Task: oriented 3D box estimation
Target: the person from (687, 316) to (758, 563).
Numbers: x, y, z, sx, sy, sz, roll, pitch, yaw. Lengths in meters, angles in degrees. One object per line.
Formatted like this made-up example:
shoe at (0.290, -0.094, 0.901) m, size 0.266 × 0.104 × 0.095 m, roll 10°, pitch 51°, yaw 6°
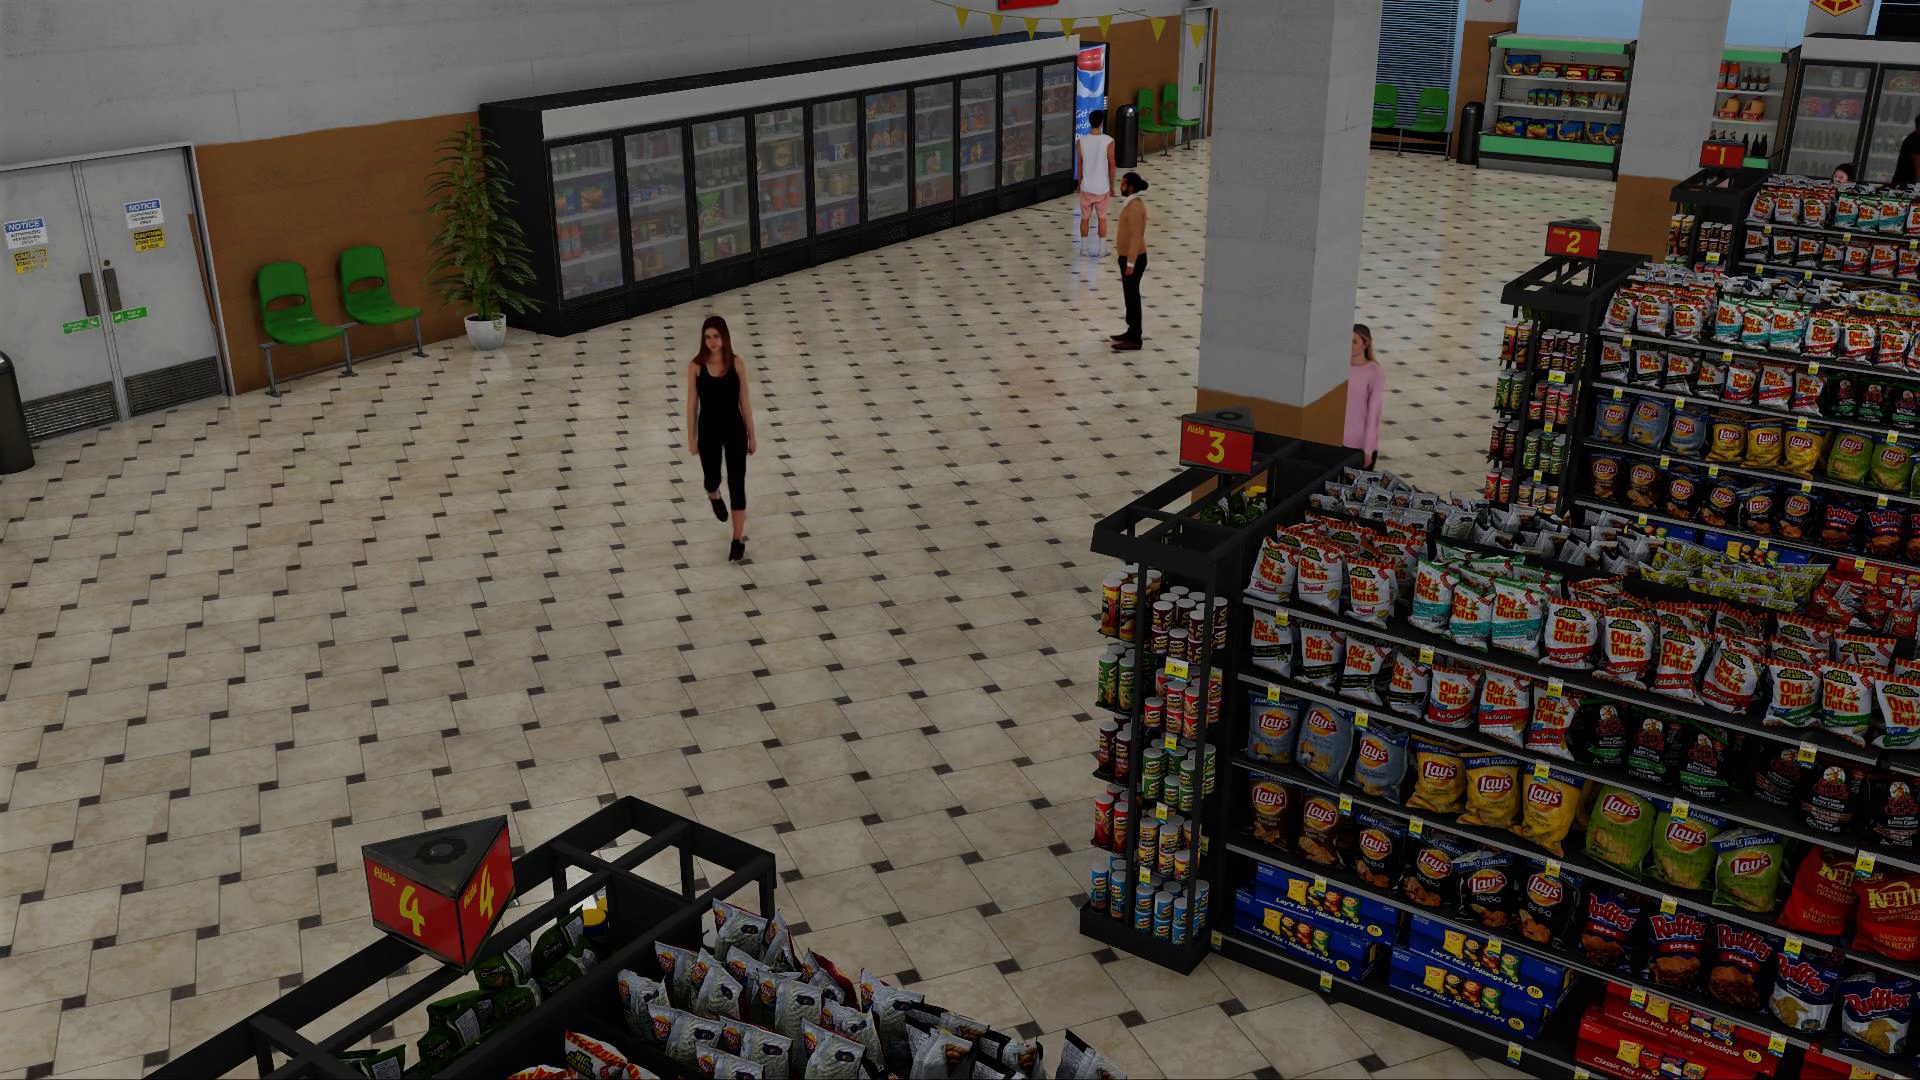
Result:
person at (-1.657, -0.747, 11.601) m, size 1.076 × 1.697 × 1.093 m, roll -3°, pitch 22°, yaw -7°

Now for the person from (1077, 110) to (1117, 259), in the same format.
person at (1.666, -4.403, 20.574) m, size 0.627 × 1.789 × 0.772 m, roll 6°, pitch 23°, yaw 14°

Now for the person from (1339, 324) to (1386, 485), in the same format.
person at (2.695, -0.661, 11.402) m, size 0.493 × 1.686 × 0.670 m, roll 17°, pitch 27°, yaw 36°

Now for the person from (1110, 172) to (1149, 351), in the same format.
person at (1.717, -2.795, 16.622) m, size 0.756 × 1.752 × 0.751 m, roll 1°, pitch 22°, yaw 3°
